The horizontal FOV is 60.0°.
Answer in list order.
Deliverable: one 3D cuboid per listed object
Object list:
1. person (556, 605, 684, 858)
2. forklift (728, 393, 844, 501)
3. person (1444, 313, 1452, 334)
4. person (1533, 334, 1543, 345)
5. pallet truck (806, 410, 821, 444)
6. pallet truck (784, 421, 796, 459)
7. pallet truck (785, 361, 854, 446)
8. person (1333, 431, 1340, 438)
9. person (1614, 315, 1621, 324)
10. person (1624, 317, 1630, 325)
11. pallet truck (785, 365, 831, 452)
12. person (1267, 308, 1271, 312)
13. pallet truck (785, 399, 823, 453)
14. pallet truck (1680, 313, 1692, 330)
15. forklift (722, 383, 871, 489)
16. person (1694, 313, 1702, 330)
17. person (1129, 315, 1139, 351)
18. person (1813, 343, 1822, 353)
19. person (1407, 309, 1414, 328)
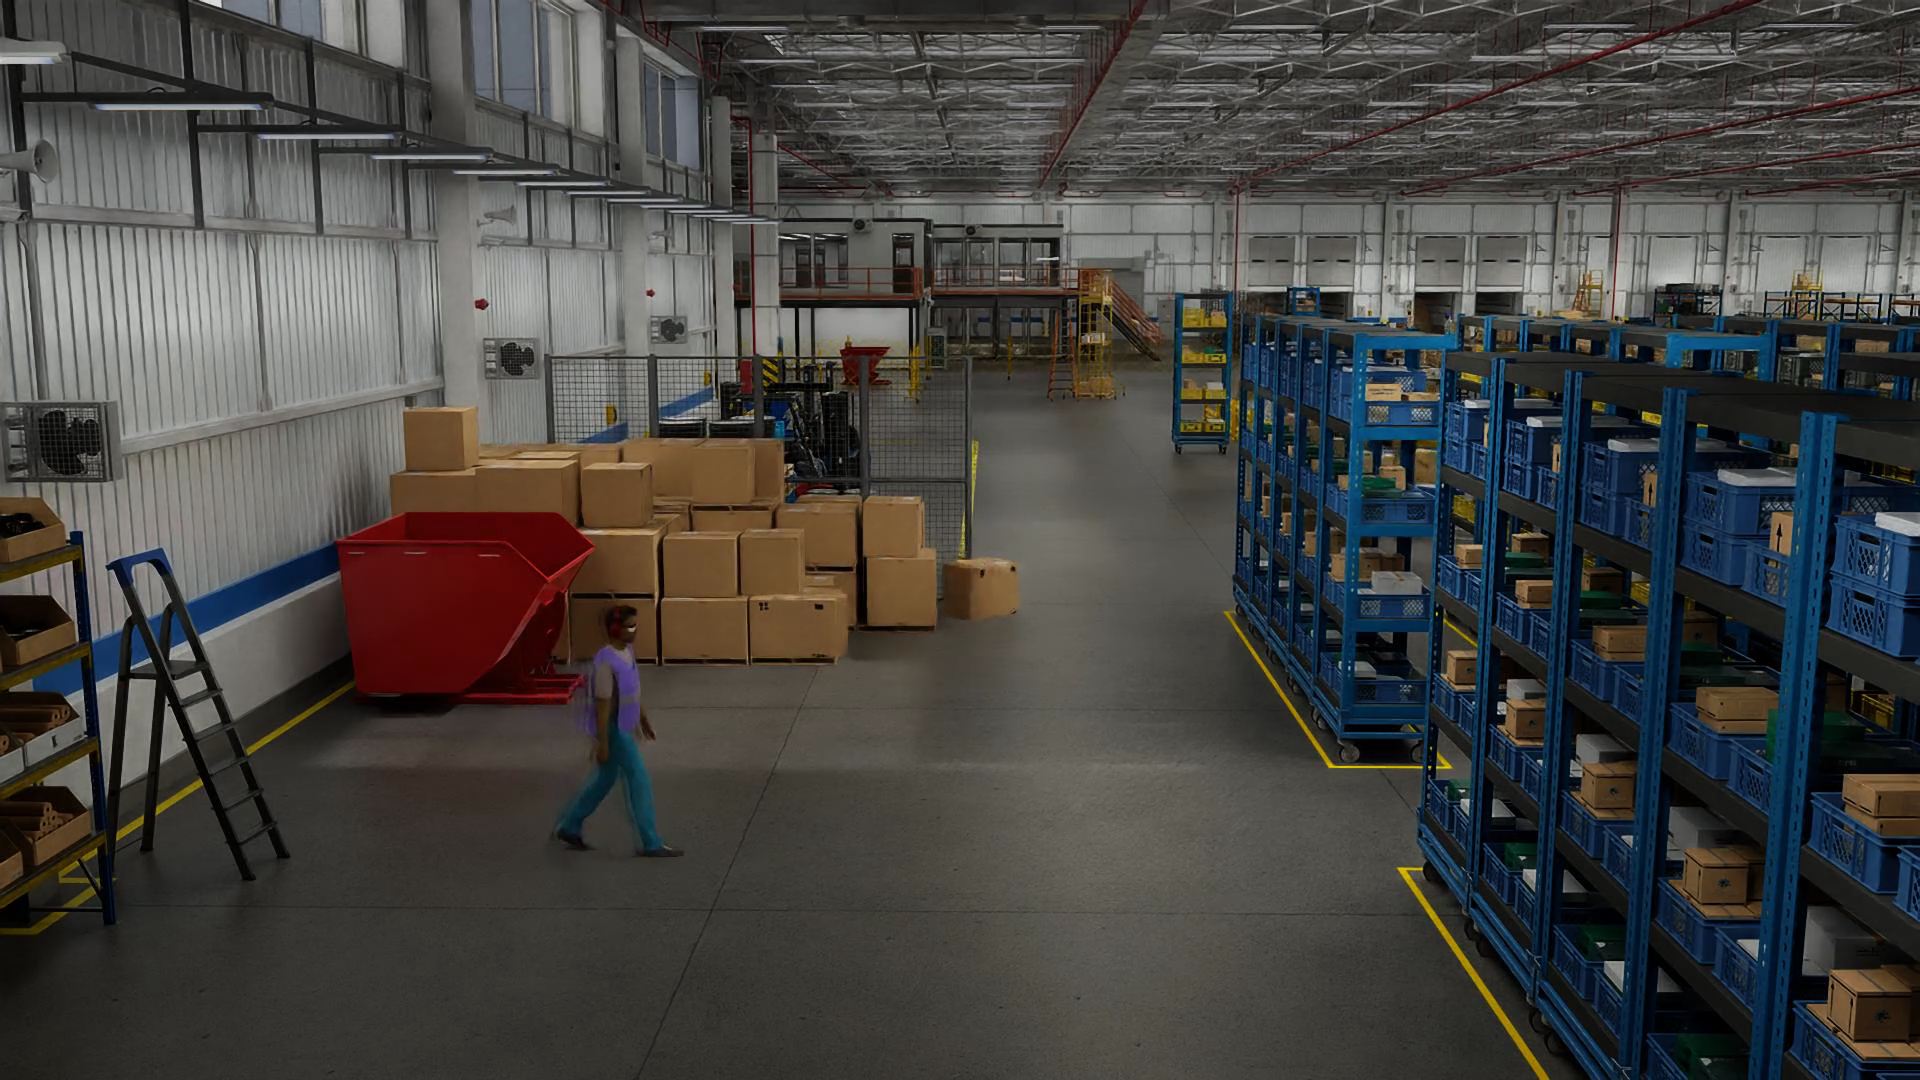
[{"bbox_3d":[-2.442,1.335,11.666,0.916,1.809,0.564,0,9,-1],"label":"person"},{"bbox_3d":[-2.979,-1.316,26.476,2.680,1.987,1.157,0,9,1],"label":"forklift"},{"bbox_3d":[25.163,-10.762,85.866,0.414,1.940,0.601,-2,10,-14],"label":"person"},{"bbox_3d":[24.141,-8.177,69.739,0.613,1.991,0.392,1,9,3],"label":"person"},{"bbox_3d":[-3.559,-2.018,33.905,1.522,1.261,0.704,0,9,-1],"label":"pallet truck"},{"bbox_3d":[-4.013,-1.793,32.705,1.601,1.201,0.680,0,9,1],"label":"pallet truck"},{"bbox_3d":[-3.410,-3.193,38.978,1.885,1.965,0.823,0,9,-1],"label":"pallet truck"},{"bbox_3d":[5.690,-0.897,25.360,0.431,1.816,0.610,7,11,36],"label":"person"},{"bbox_3d":[33.660,-10.605,85.248,0.436,1.823,0.668,1,9,6],"label":"person"},{"bbox_3d":[31.148,-9.447,77.805,0.588,1.918,0.400,4,10,25],"label":"person"},{"bbox_3d":[-3.774,-2.976,37.635,1.885,1.965,0.823,1,9,5],"label":"pallet truck"},{"bbox_3d":[17.899,-12.483,96.468,0.545,1.938,0.357,-6,11,-33],"label":"person"},{"bbox_3d":[-3.814,-2.432,36.419,1.630,1.274,0.653,0,9,1],"label":"pallet truck"},{"bbox_3d":[36.315,-10.531,84.244,0.823,1.965,1.885,-6,11,-33],"label":"pallet truck"},{"bbox_3d":[-2.893,-1.687,28.729,2.680,1.987,1.157,0,9,-1],"label":"forklift"},{"bbox_3d":[39.038,-11.073,88.073,0.504,1.839,0.344,-3,10,-21],"label":"person"},{"bbox_3d":[8.873,-10.561,84.909,0.635,1.840,0.429,5,11,30],"label":"person"},{"bbox_3d":[27.235,-5.368,52.981,0.599,1.810,0.779,0,9,0],"label":"person"},{"bbox_3d":[25.618,-12.193,94.747,0.400,1.918,0.589,8,12,41],"label":"person"}]
